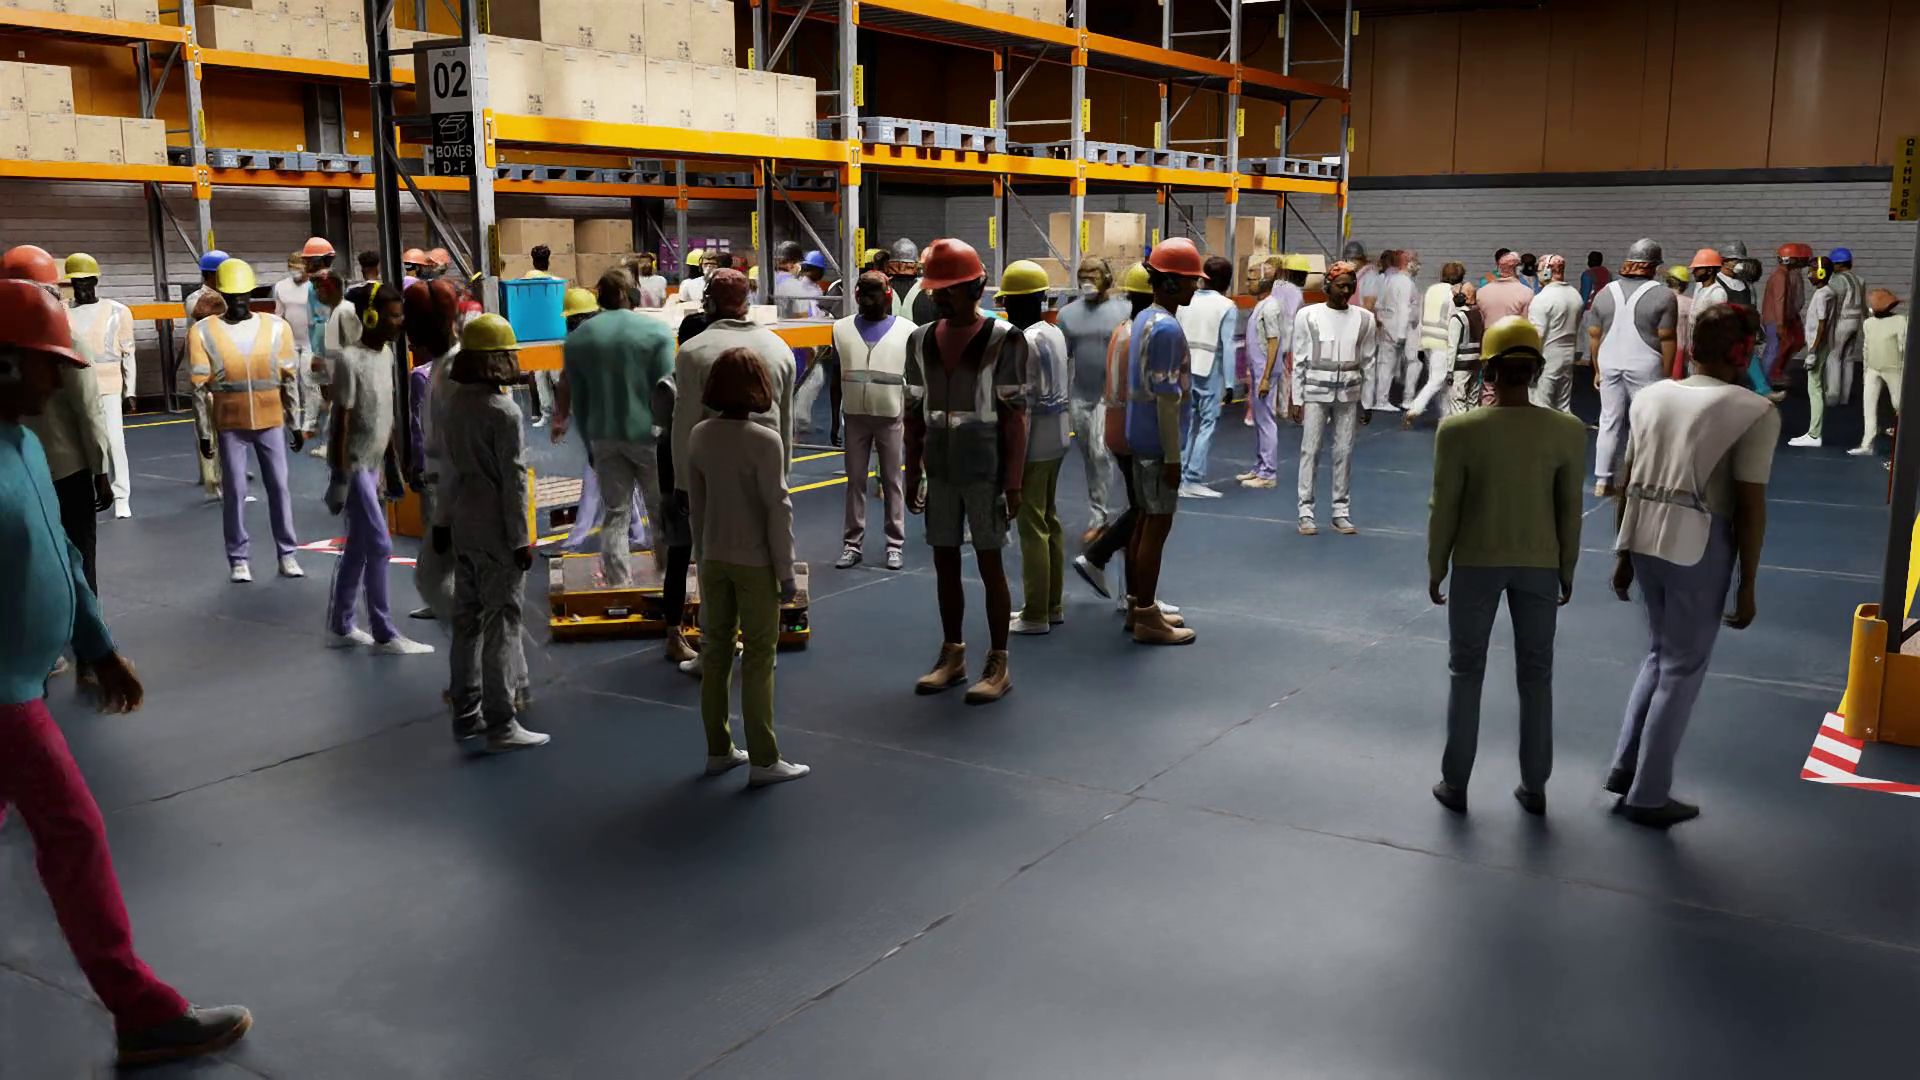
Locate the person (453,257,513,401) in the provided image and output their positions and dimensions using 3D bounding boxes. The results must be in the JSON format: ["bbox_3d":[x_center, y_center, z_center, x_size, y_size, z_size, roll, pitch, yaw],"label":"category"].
[{"bbox_3d":[-4.126,-1.530,14.514,0.612,1.900,1.021,-6,12,-32],"label":"person"}]

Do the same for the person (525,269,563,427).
[{"bbox_3d":[-4.485,-2.109,18.250,0.493,1.712,0.642,6,12,30],"label":"person"}]

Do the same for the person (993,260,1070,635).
[{"bbox_3d":[0.360,-0.471,8.582,0.398,1.920,0.586,4,11,19],"label":"person"}]

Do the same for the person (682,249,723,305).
[{"bbox_3d":[-2.501,-1.967,16.859,0.635,1.932,0.363,1,10,7],"label":"person"}]

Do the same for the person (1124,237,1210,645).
[{"bbox_3d":[1.039,-0.490,8.374,0.404,2.034,0.609,-1,10,-4],"label":"person"}]

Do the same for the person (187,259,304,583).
[{"bbox_3d":[-4.221,-0.701,9.875,0.596,1.912,0.399,-6,12,-32],"label":"person"}]

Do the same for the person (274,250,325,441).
[{"bbox_3d":[-6.613,-1.961,16.829,0.663,1.918,0.517,2,10,11],"label":"person"}]

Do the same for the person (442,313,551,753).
[{"bbox_3d":[-1.862,-0.031,6.657,0.488,1.738,0.323,9,14,42],"label":"person"}]

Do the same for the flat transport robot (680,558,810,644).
[{"bbox_3d":[-1.135,0.300,8.872,0.652,0.197,1.431,-1,10,-5],"label":"flat transport robot"}]

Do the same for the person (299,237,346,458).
[{"bbox_3d":[-5.934,-1.791,15.545,0.373,2.043,0.614,0,10,-2],"label":"person"}]

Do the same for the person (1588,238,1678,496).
[{"bbox_3d":[5.304,-1.338,13.042,0.536,2.000,0.684,-9,13,-40],"label":"person"}]

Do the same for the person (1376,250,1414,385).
[{"bbox_3d":[6.071,-3.097,23.227,0.585,1.882,0.337,-4,11,-21],"label":"person"}]

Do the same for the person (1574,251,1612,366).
[{"bbox_3d":[10.209,-3.734,26.873,0.624,1.844,0.429,-6,12,-31],"label":"person"}]

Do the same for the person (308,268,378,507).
[{"bbox_3d":[-4.672,-1.149,12.644,0.491,1.809,0.636,-5,11,-26],"label":"person"}]

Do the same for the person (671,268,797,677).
[{"bbox_3d":[-1.063,-0.303,7.733,0.654,1.895,0.400,-10,14,-43],"label":"person"}]

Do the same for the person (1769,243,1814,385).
[{"bbox_3d":[11.640,-3.149,23.262,0.456,1.971,0.638,7,12,35],"label":"person"}]

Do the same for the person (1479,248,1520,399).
[{"bbox_3d":[6.766,-2.696,20.910,0.593,1.920,0.391,-5,11,-25],"label":"person"}]

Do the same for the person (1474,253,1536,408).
[{"bbox_3d":[5.114,-1.719,15.596,0.393,1.899,0.682,-8,13,-39],"label":"person"}]

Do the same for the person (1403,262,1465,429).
[{"bbox_3d":[5.091,-2.063,17.764,0.849,1.803,0.630,-4,11,-22],"label":"person"}]

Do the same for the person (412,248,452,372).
[{"bbox_3d":[-6.502,-2.571,20.187,0.628,1.945,0.851,9,13,39],"label":"person"}]

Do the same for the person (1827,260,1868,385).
[{"bbox_3d":[12.204,-3.029,23.016,0.712,1.816,0.512,6,12,30],"label":"person"}]

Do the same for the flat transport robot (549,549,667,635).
[{"bbox_3d":[-1.909,0.259,9.098,0.652,0.197,1.431,-3,11,-14],"label":"flat transport robot"}]

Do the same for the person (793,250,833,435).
[{"bbox_3d":[-1.559,-2.052,17.354,0.460,1.912,0.633,2,10,10],"label":"person"}]

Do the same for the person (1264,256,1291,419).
[{"bbox_3d":[3.535,-2.259,18.705,0.504,1.840,0.345,-8,13,-39],"label":"person"}]

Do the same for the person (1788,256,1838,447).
[{"bbox_3d":[8.415,-1.848,16.365,0.329,1.865,0.508,7,12,32],"label":"person"}]

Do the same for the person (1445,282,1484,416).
[{"bbox_3d":[4.704,-1.584,15.549,0.514,1.634,0.313,-10,14,-43],"label":"person"}]

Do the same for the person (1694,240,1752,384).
[{"bbox_3d":[7.812,-2.047,16.971,0.681,2.000,0.535,-6,12,-28],"label":"person"}]

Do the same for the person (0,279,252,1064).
[{"bbox_3d":[-2.362,0.342,4.053,0.984,1.933,0.616,-3,11,-16],"label":"person"}]

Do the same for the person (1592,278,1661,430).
[{"bbox_3d":[7.102,-2.120,17.634,0.636,1.954,0.412,8,13,36],"label":"person"}]

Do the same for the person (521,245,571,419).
[{"bbox_3d":[-4.704,-2.341,18.806,0.603,1.966,0.368,0,10,-1],"label":"person"}]

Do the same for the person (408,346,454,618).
[{"bbox_3d":[-2.793,-0.399,8.983,0.318,1.631,0.524,2,10,10],"label":"person"}]
